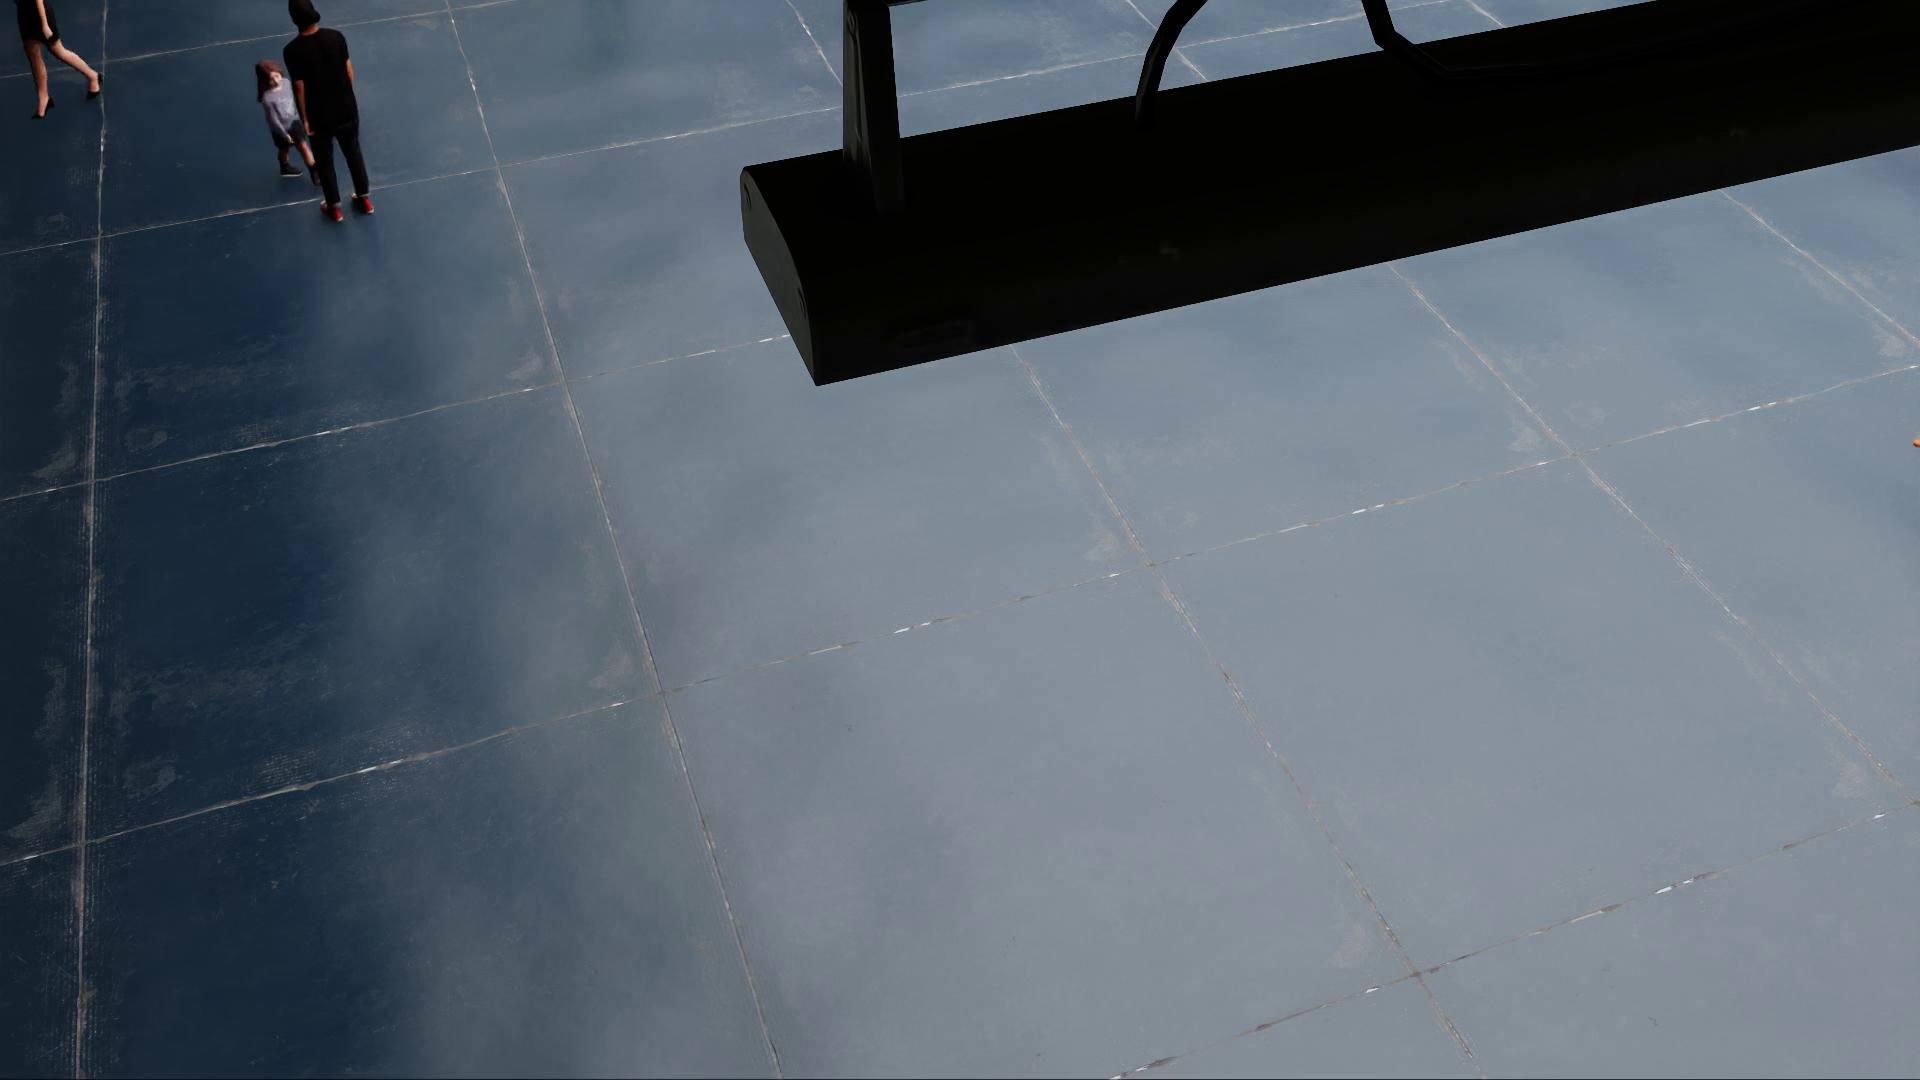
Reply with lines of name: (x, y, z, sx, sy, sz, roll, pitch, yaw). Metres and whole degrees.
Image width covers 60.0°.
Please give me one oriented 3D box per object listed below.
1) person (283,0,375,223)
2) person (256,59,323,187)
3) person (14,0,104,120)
person: (-4.608, -3.159, 12.249, 0.741, 1.754, 0.762, -31, 51, -29)
person: (-5.235, -3.242, 12.840, 0.791, 1.069, 0.701, 18, 46, 18)
person: (-7.450, -4.273, 13.537, 0.936, 1.626, 0.934, 25, 49, 25)
